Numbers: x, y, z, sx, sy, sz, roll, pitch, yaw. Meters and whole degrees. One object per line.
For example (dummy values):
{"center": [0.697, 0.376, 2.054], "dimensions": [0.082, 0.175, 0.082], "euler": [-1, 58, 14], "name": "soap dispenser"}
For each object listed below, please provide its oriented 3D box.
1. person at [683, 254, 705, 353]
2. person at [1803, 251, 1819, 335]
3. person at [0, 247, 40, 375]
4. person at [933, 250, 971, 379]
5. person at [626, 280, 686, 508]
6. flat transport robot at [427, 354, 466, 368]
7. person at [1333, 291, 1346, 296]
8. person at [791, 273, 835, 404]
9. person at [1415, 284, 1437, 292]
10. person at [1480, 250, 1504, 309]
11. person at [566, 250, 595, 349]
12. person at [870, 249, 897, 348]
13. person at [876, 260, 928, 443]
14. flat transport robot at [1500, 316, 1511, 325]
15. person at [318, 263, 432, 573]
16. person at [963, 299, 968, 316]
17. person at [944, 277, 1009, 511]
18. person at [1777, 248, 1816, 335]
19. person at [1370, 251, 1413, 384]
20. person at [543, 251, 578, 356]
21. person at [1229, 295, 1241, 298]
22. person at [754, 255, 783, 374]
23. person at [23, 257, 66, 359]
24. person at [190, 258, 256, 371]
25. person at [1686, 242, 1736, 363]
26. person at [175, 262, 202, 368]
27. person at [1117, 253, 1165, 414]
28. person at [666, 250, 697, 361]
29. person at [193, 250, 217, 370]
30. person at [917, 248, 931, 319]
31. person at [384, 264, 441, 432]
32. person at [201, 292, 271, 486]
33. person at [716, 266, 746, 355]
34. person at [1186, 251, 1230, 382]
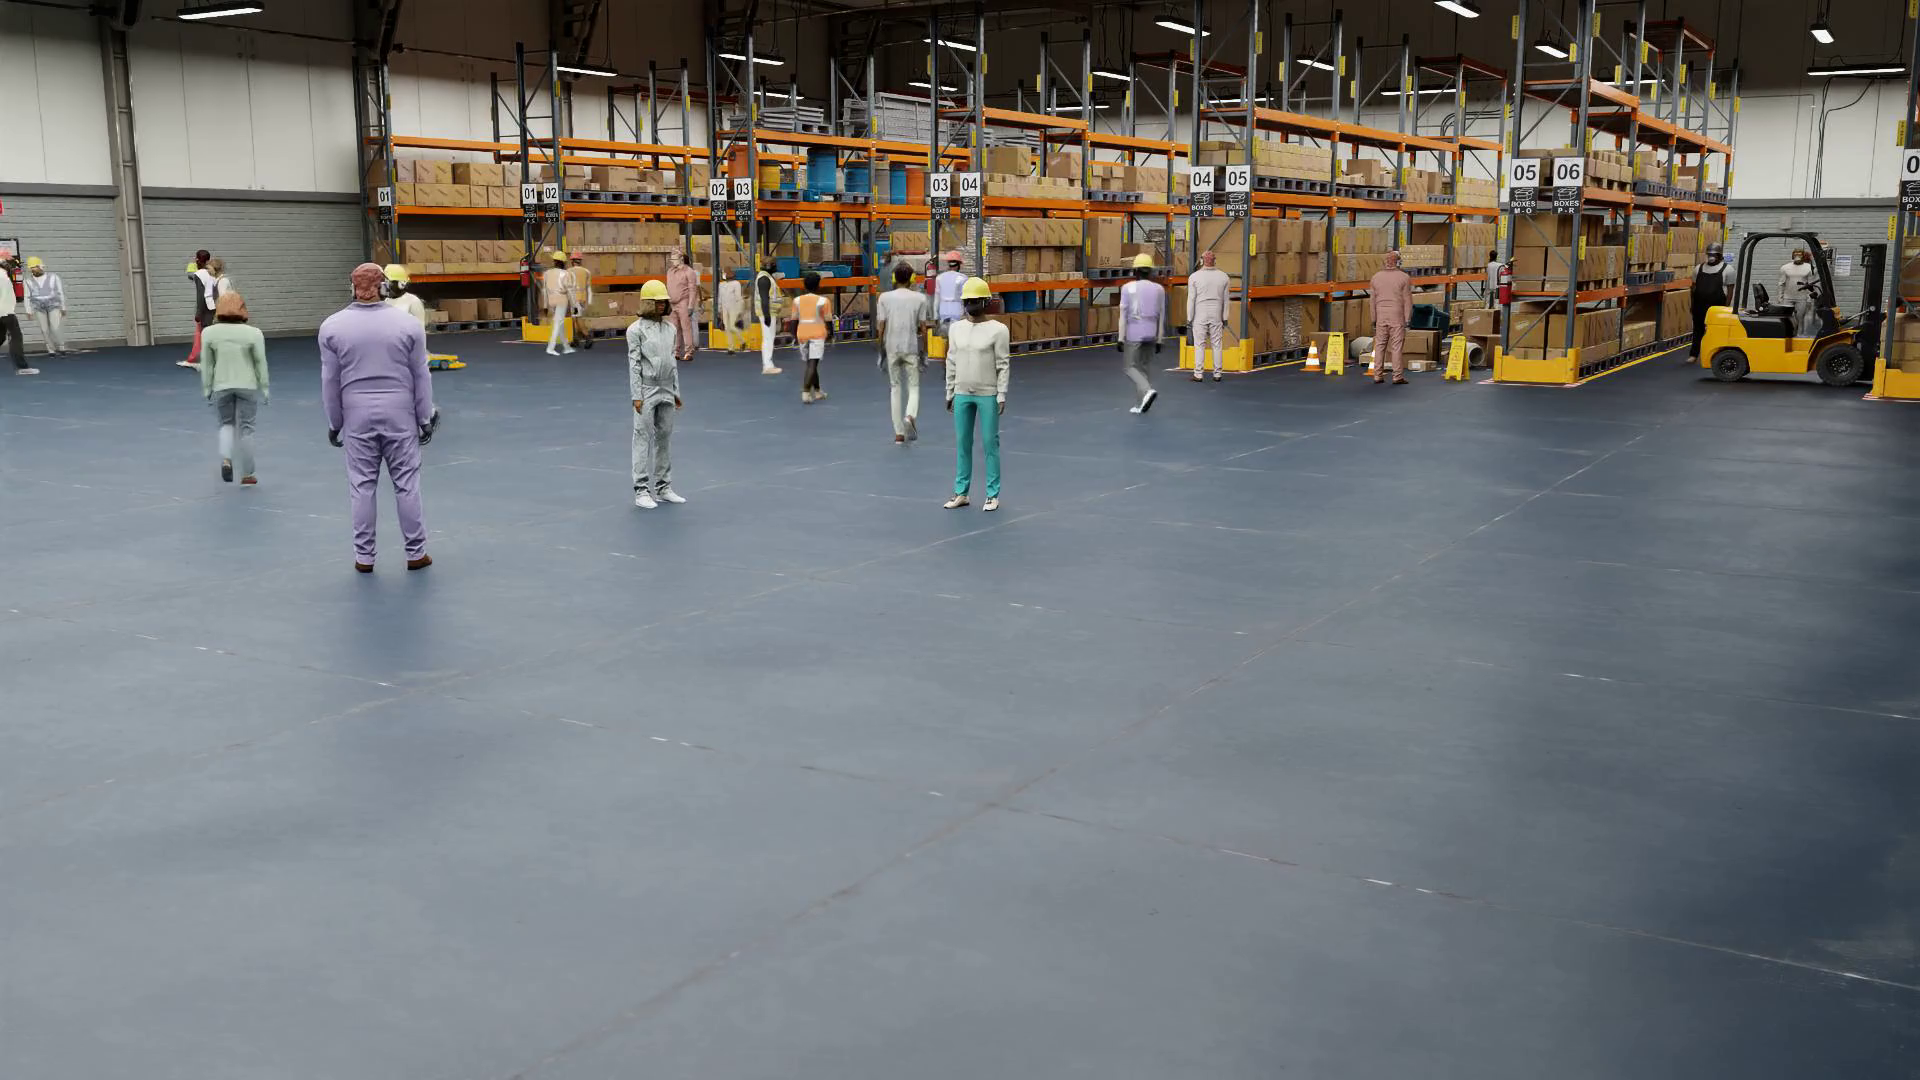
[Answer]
{"center": [-5.001, -4.359, 30.755], "dimensions": [0.565, 1.808, 0.965], "euler": [-1, 10, -6], "name": "person"}
{"center": [17.039, -4.914, 33.718], "dimensions": [0.597, 1.849, 0.855], "euler": [2, 10, 13], "name": "person"}
{"center": [-14.718, -3.490, 25.460], "dimensions": [0.613, 1.969, 0.890], "euler": [9, 14, 43], "name": "person"}
{"center": [-0.077, -3.369, 24.929], "dimensions": [0.560, 1.907, 0.721], "euler": [6, 12, 29], "name": "person"}
{"center": [-2.337, -1.125, 12.824], "dimensions": [0.295, 1.744, 0.484], "euler": [7, 12, 34], "name": "person"}
{"center": [-8.677, -2.827, 26.481], "dimensions": [0.652, 0.197, 1.431], "euler": [9, 13, 40], "name": "flat transport robot"}
{"center": [8.507, -5.478, 37.367], "dimensions": [0.542, 1.681, 0.501], "euler": [3, 11, 17], "name": "person"}
{"center": [-1.870, -2.571, 21.175], "dimensions": [0.544, 1.652, 0.864], "euler": [4, 11, 22], "name": "person"}
{"center": [11.598, -6.327, 41.355], "dimensions": [0.622, 1.962, 0.902], "euler": [8, 13, 38], "name": "person"}
{"center": [12.585, -5.916, 39.348], "dimensions": [0.510, 1.860, 0.334], "euler": [3, 10, 14], "name": "person"}
{"center": [-7.323, -4.632, 32.054], "dimensions": [0.950, 1.903, 0.555], "euler": [9, 13, 40], "name": "person"}
{"center": [-1.410, -4.609, 31.903], "dimensions": [0.724, 1.896, 0.663], "euler": [-5, 11, -27], "name": "person"}
{"center": [-0.592, -1.875, 16.735], "dimensions": [0.527, 1.856, 0.530], "euler": [0, 10, 2], "name": "person"}
{"center": [13.244, -5.398, 40.881], "dimensions": [0.652, 0.197, 1.431], "euler": [2, 10, 10], "name": "flat transport robot"}
{"center": [-3.580, -0.746, 10.263], "dimensions": [0.638, 1.902, 0.406], "euler": [-3, 10, -14], "name": "person"}
{"center": [0.248, -4.864, 32.930], "dimensions": [0.607, 2.044, 0.375], "euler": [3, 10, 15], "name": "person"}
{"center": [0.122, -1.100, 12.625], "dimensions": [0.522, 1.768, 0.312], "euler": [5, 11, 26], "name": "person"}
{"center": [15.718, -4.521, 31.300], "dimensions": [0.629, 1.940, 0.372], "euler": [6, 12, 30], "name": "person"}
{"center": [6.224, -3.193, 23.952], "dimensions": [0.647, 1.908, 0.409], "euler": [8, 13, 39], "name": "person"}
{"center": [-7.275, -4.279, 30.143], "dimensions": [0.590, 1.880, 0.922], "euler": [6, 12, 30], "name": "person"}
{"center": [5.655, -5.063, 34.788], "dimensions": [0.613, 1.786, 1.001], "euler": [3, 11, 16], "name": "person"}
{"center": [-2.982, -3.517, 25.960], "dimensions": [0.429, 1.840, 0.635], "euler": [0, 10, 0], "name": "person"}
{"center": [-15.996, -4.045, 29.061], "dimensions": [0.605, 1.788, 0.525], "euler": [-3, 11, -18], "name": "person"}
{"center": [-11.518, -3.487, 25.962], "dimensions": [0.988, 1.783, 0.545], "euler": [-8, 13, -39], "name": "person"}
{"center": [12.604, -3.976, 27.962], "dimensions": [0.674, 2.000, 0.537], "euler": [8, 13, 40], "name": "person"}
{"center": [-12.293, -3.652, 27.065], "dimensions": [0.927, 1.708, 0.533], "euler": [-5, 11, -25], "name": "person"}
{"center": [2.155, -2.406, 19.540], "dimensions": [0.600, 1.906, 0.593], "euler": [-5, 11, -27], "name": "person"}
{"center": [-4.839, -4.024, 28.623], "dimensions": [0.636, 1.902, 0.406], "euler": [7, 12, 34], "name": "person"}
{"center": [-12.048, -3.686, 26.676], "dimensions": [0.393, 1.920, 0.591], "euler": [1, 10, 7], "name": "person"}
{"center": [-0.942, -6.402, 41.961], "dimensions": [0.637, 1.905, 0.993], "euler": [10, 14, 43], "name": "person"}
{"center": [-5.702, -1.915, 17.049], "dimensions": [0.598, 1.817, 0.536], "euler": [7, 12, 34], "name": "person"}
{"center": [-6.020, -1.244, 13.840], "dimensions": [0.522, 1.620, 0.387], "euler": [-1, 10, -7], "name": "person"}
{"center": [-4.166, -4.151, 30.146], "dimensions": [0.507, 1.616, 0.383], "euler": [7, 12, 33], "name": "person"}
{"center": [3.617, -3.269, 24.380], "dimensions": [0.651, 1.906, 0.401], "euler": [-2, 10, -10], "name": "person"}
